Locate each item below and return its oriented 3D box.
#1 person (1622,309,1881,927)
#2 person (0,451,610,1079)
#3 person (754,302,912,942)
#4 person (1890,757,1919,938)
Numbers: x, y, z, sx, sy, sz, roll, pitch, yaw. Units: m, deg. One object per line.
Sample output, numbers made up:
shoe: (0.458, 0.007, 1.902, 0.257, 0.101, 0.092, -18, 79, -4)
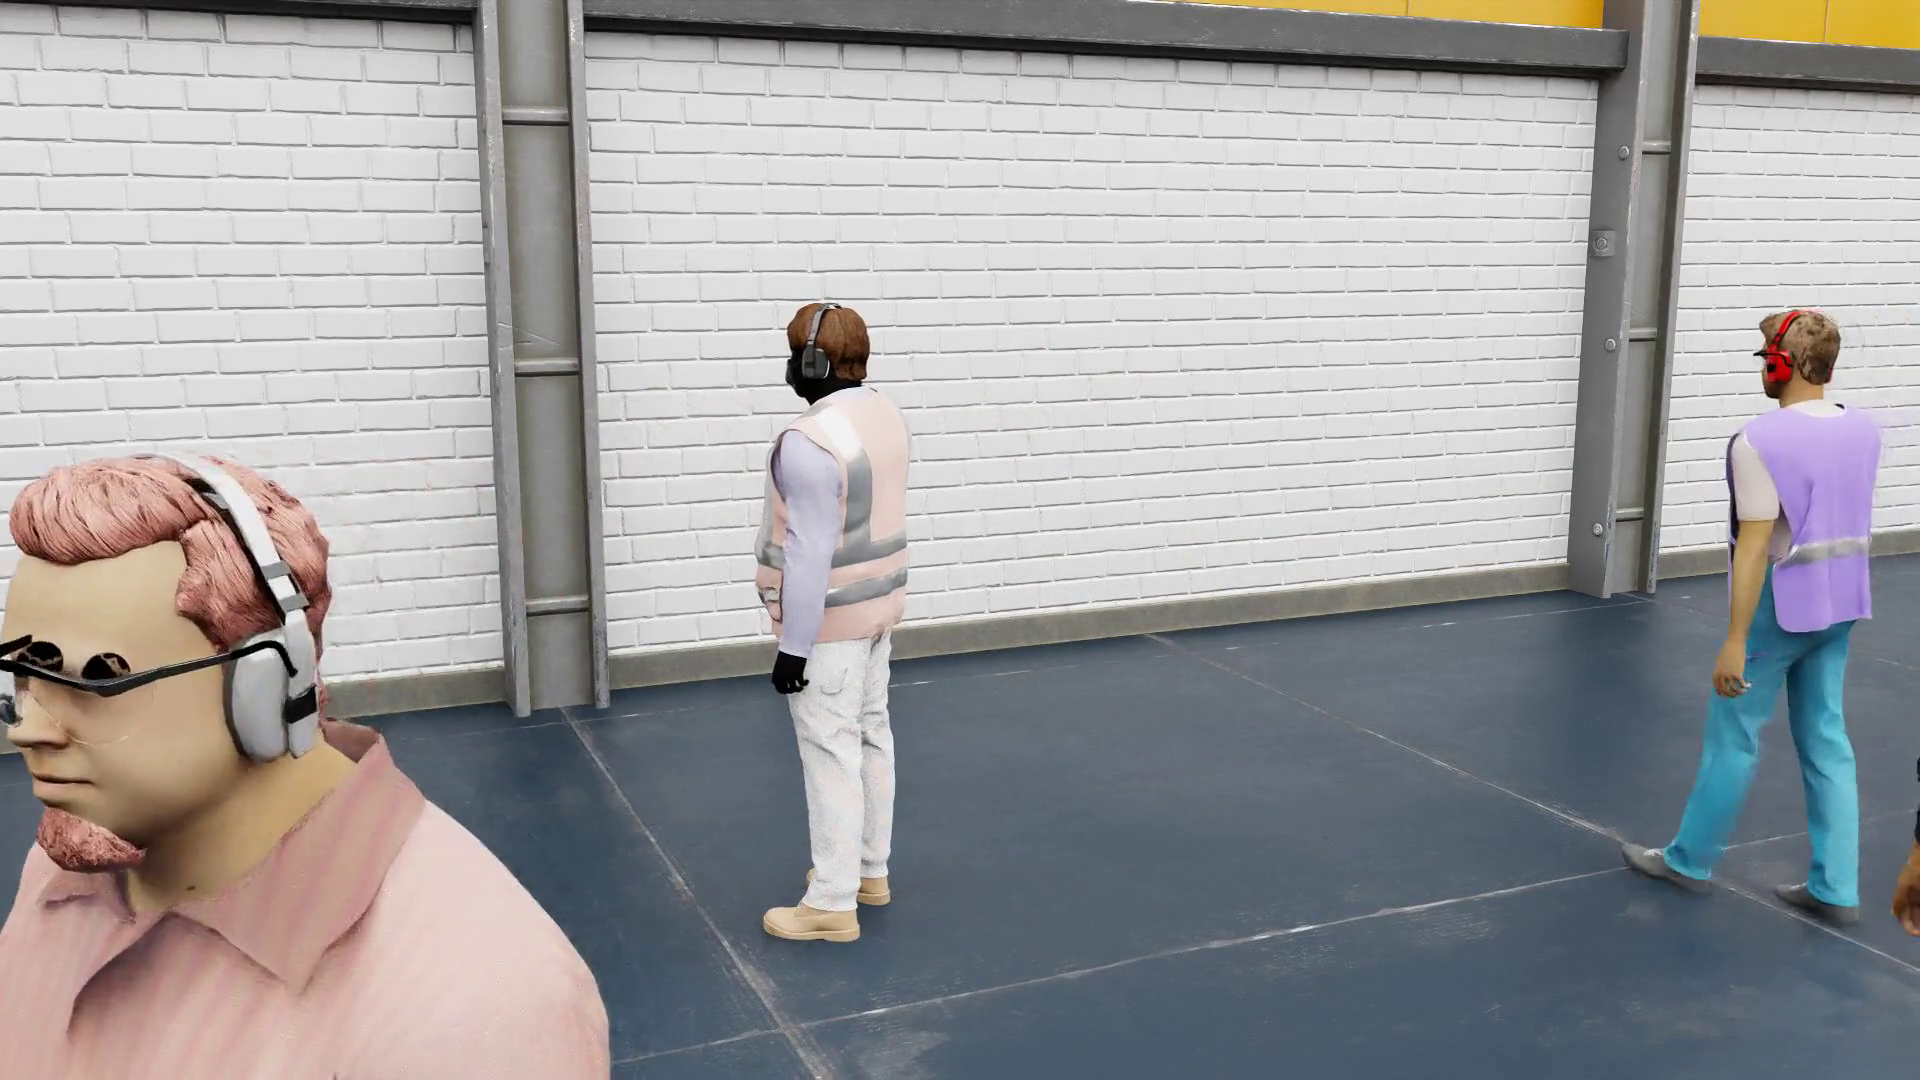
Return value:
person: (2.422, 0.229, 4.984, 0.596, 1.837, 0.583, -5, 11, -26)
person: (-0.508, 0.838, 1.449, 0.654, 1.879, 0.815, 7, 12, 33)
person: (-0.377, 0.238, 4.840, 0.429, 1.844, 0.625, 4, 11, 19)
person: (1.781, 0.553, 2.689, 0.397, 1.991, 0.629, -1, 10, -7)
